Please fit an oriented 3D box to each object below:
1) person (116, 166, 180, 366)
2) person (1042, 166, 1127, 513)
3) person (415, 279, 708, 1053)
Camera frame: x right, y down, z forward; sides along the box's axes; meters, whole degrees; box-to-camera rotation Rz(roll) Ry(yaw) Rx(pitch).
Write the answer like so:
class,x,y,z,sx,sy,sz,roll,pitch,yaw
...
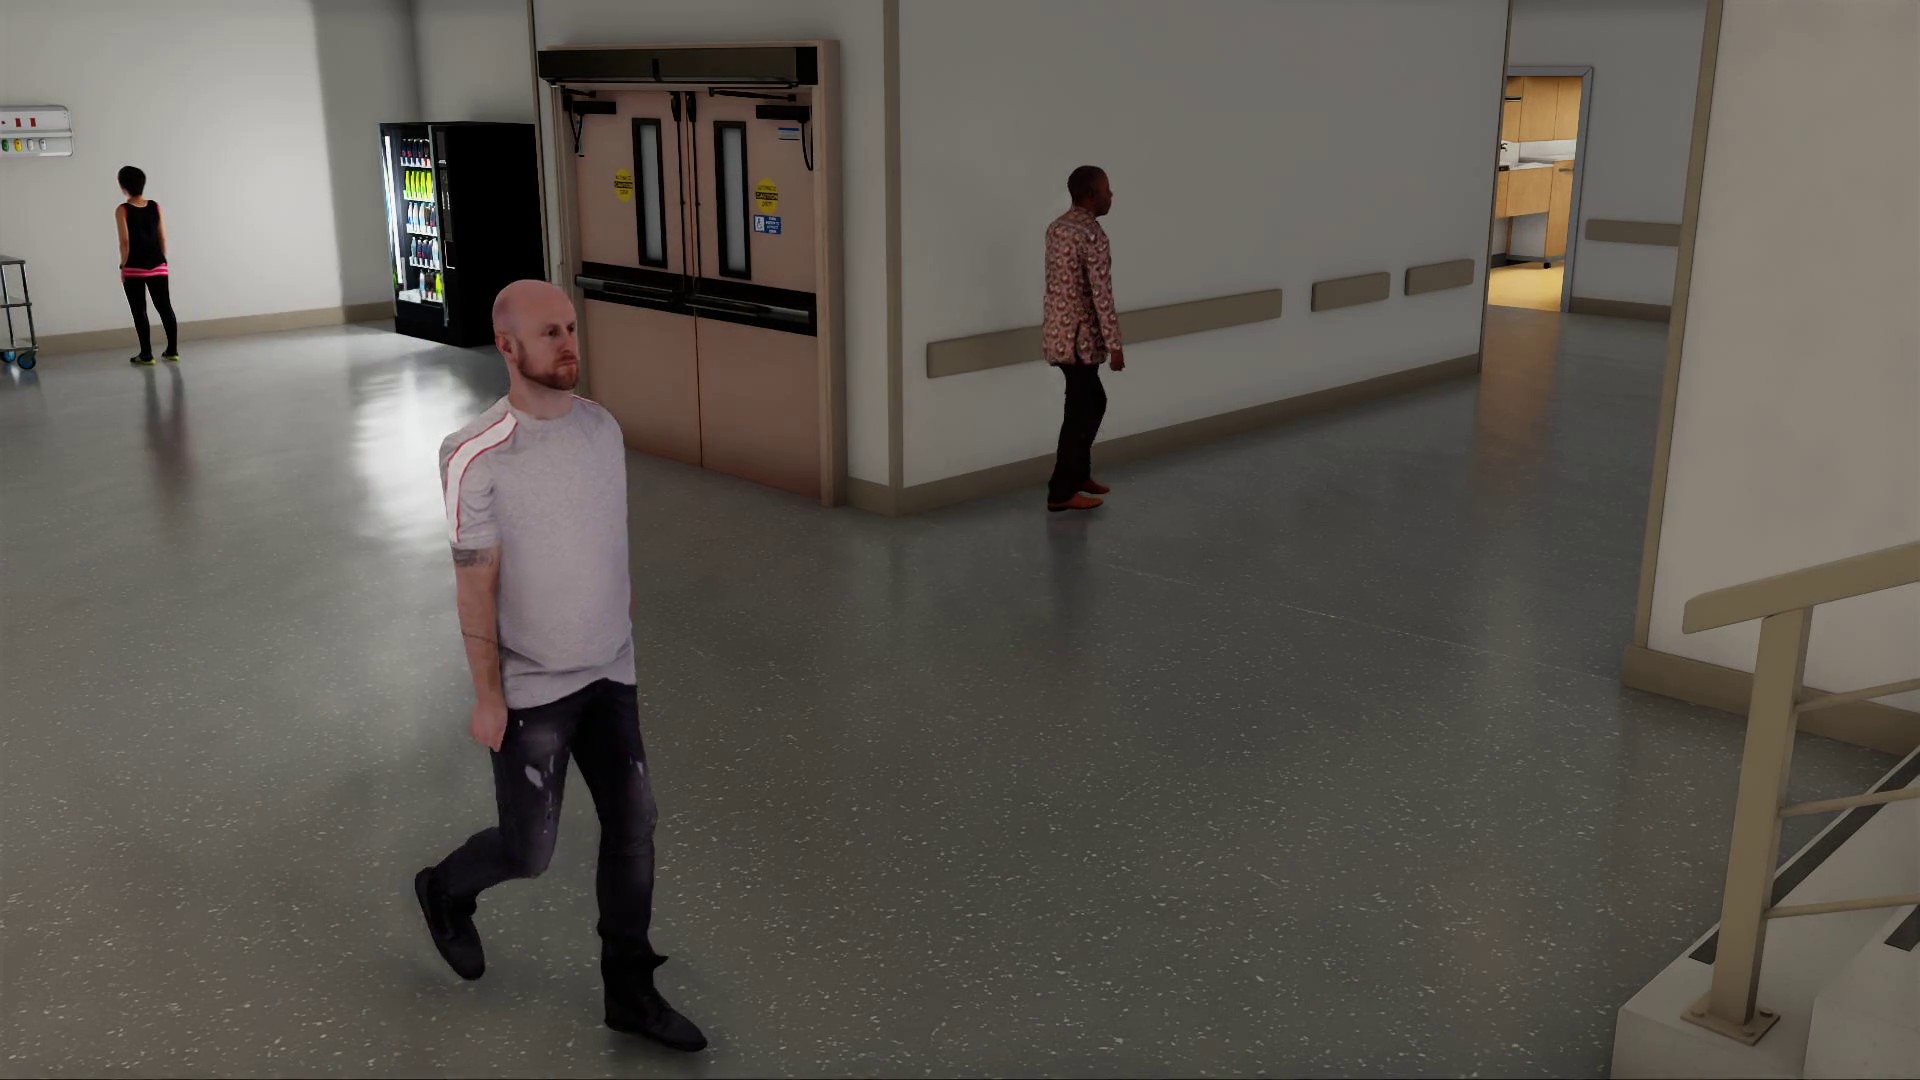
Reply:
class,x,y,z,sx,sy,sz,roll,pitch,yaw
person,-6.490,-2.189,13.233,0.560,1.554,0.573,10,19,32
person,0.538,-1.017,8.655,0.895,1.784,0.783,-7,17,-22
person,-1.000,0.309,3.902,1.133,1.809,0.799,10,19,32
